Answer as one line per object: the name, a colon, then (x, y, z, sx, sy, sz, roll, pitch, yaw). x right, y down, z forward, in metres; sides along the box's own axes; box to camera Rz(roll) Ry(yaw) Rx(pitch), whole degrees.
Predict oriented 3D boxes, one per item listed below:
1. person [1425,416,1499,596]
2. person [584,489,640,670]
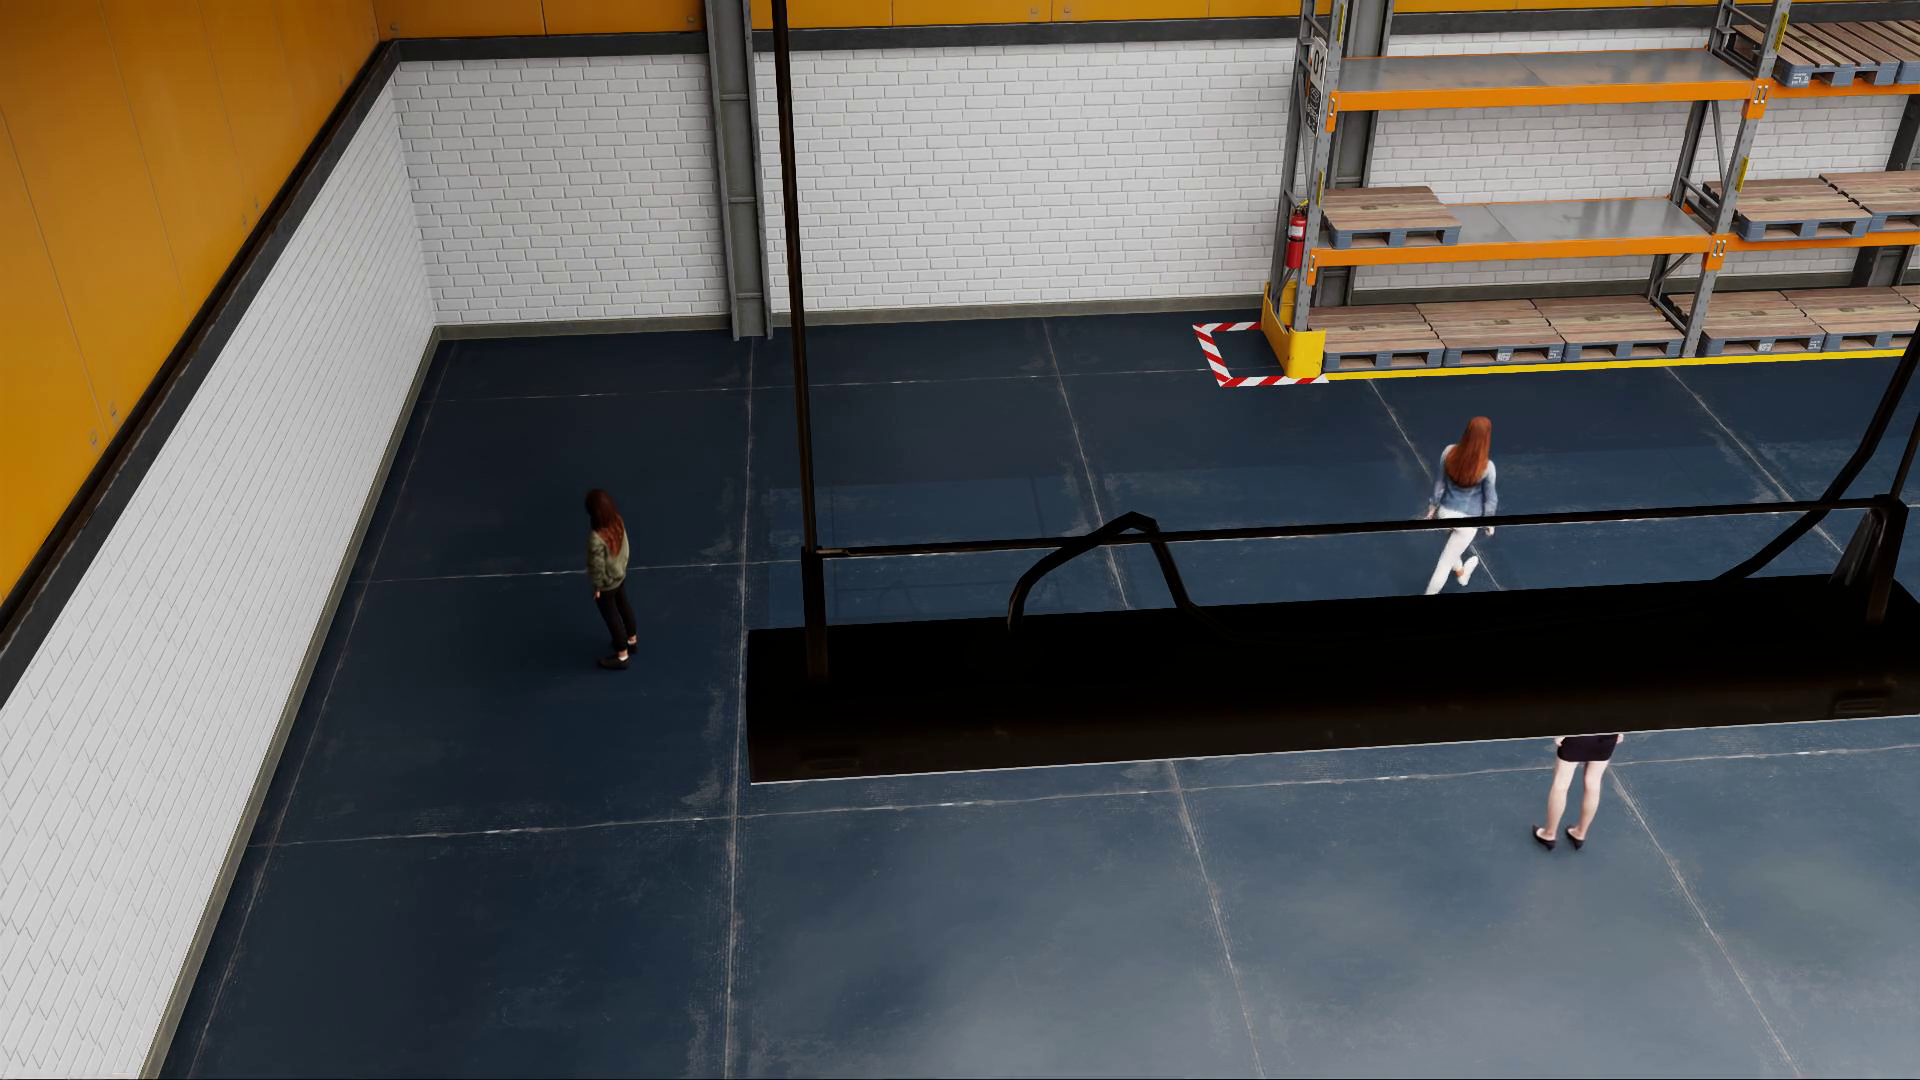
person: (3.697, -0.119, 12.510, 1.171, 1.665, 1.018, -25, 41, -32)
person: (-2.547, 0.267, 12.102, 0.584, 1.474, 0.624, 7, 34, 10)
